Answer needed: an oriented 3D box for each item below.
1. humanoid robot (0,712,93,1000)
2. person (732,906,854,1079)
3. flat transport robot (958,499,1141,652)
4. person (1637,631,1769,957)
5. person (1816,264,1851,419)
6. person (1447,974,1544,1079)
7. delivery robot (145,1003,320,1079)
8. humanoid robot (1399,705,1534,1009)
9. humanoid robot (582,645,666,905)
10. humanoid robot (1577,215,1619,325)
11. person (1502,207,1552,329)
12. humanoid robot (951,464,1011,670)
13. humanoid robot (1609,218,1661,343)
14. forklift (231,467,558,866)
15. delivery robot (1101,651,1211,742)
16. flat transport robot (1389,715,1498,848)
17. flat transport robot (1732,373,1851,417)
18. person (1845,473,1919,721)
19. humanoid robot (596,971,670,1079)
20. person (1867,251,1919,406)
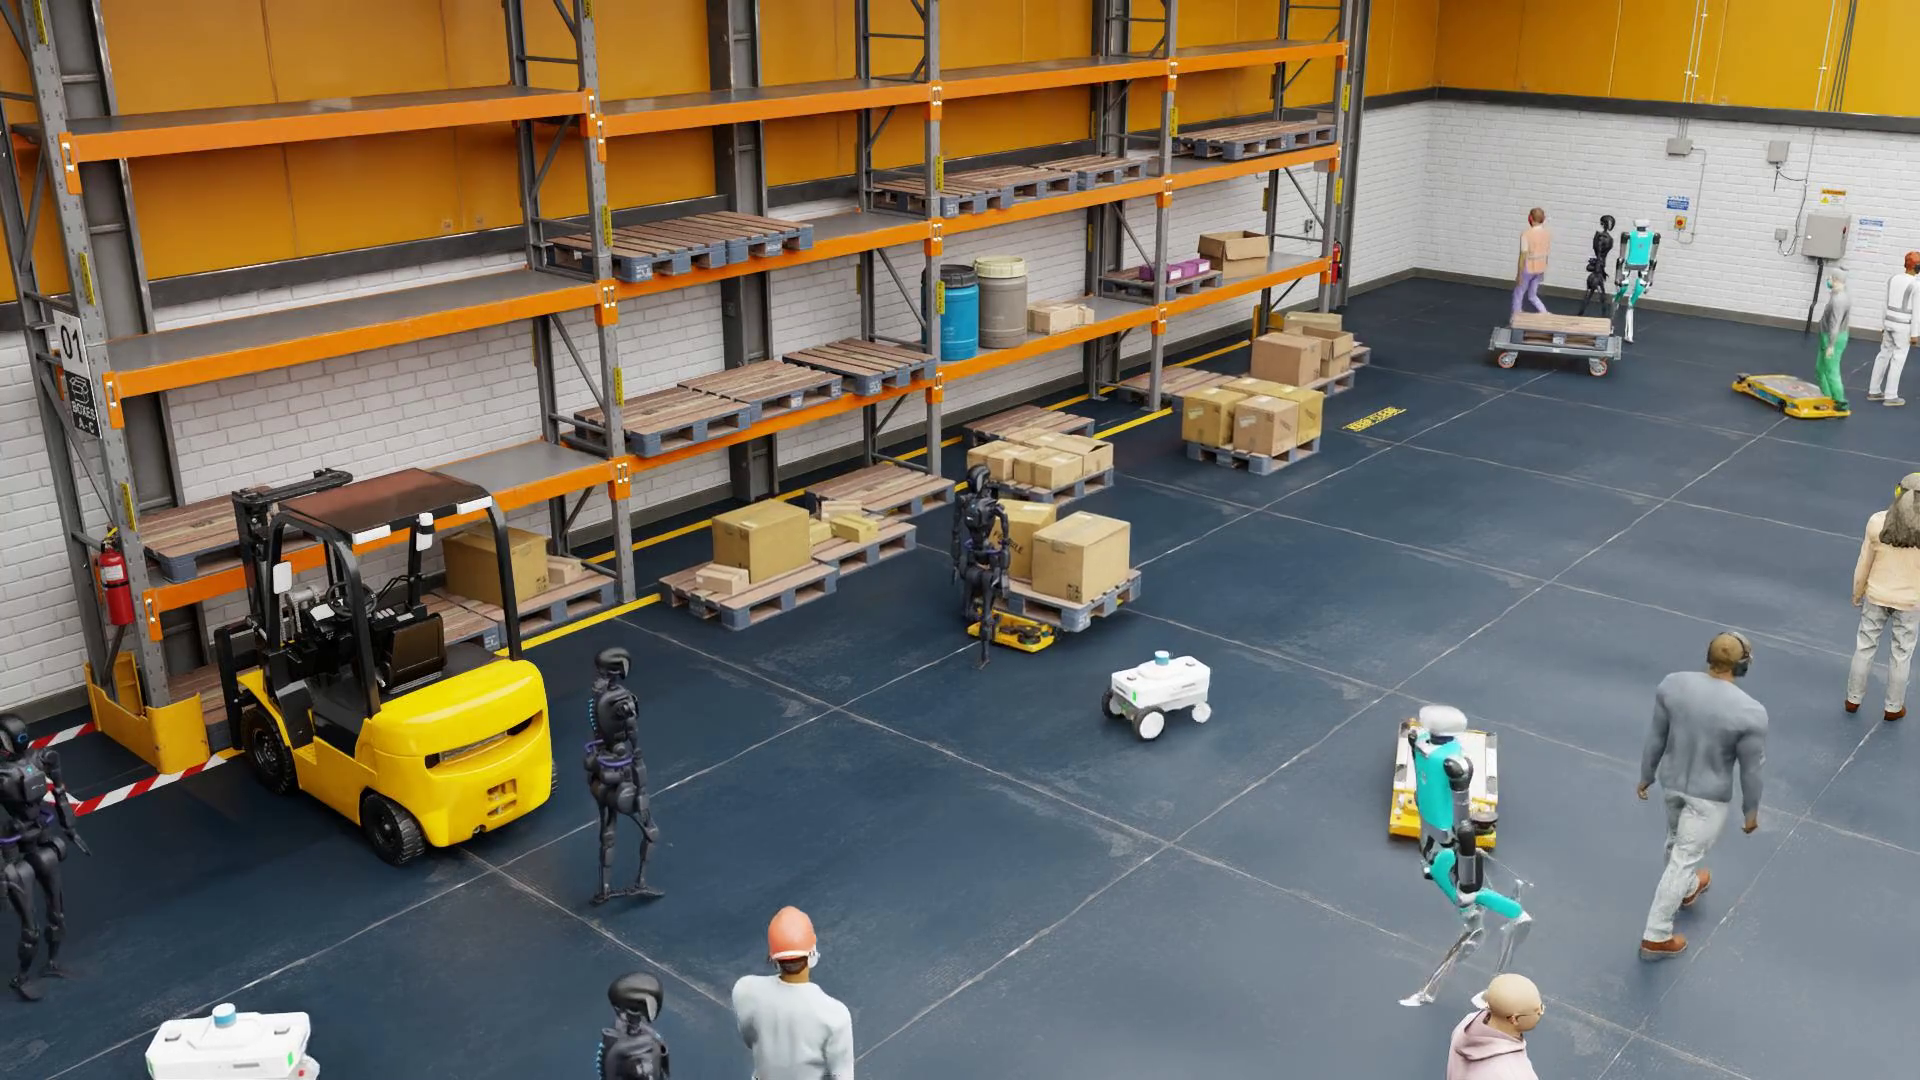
[{"bbox_3d":[-5.017,1.677,8.995,0.312,1.648,0.599,7,21,18],"label":"humanoid robot"},{"bbox_3d":[-0.686,2.342,7.095,0.578,1.720,0.573,7,21,19],"label":"person"},{"bbox_3d":[0.751,0.575,13.993,0.659,0.231,1.431,14,25,34],"label":"flat transport robot"},{"bbox_3d":[4.209,1.406,9.413,0.940,1.893,0.657,-14,24,-33],"label":"person"},{"bbox_3d":[10.393,-2.349,19.688,0.474,1.821,0.561,10,23,26],"label":"person"},{"bbox_3d":[2.075,2.494,6.606,0.398,1.783,0.535,-2,20,-6],"label":"person"},{"bbox_3d":[-3.601,2.557,8.188,0.753,0.579,0.499,-2,20,-6],"label":"delivery robot"},{"bbox_3d":[2.798,1.712,8.838,0.864,1.778,0.582,-2,20,-4],"label":"humanoid robot"},{"bbox_3d":[-2.020,1.378,9.788,0.434,1.649,0.590,-16,26,-37],"label":"humanoid robot"},{"bbox_3d":[9.242,-3.861,23.995,0.658,1.636,0.601,10,23,26],"label":"humanoid robot"},{"bbox_3d":[8.156,-3.798,23.615,0.573,1.812,0.723,-11,23,-28],"label":"person"},{"bbox_3d":[0.227,0.178,13.055,0.583,1.643,0.527,14,25,34],"label":"humanoid robot"},{"bbox_3d":[9.446,-3.677,23.470,0.530,1.816,0.921,3,20,8],"label":"humanoid robot"},{"bbox_3d":[-3.730,0.710,10.856,2.313,2.155,1.214,17,26,38],"label":"forklift"},{"bbox_3d":[1.440,1.117,12.140,0.804,0.614,0.499,-10,23,-26],"label":"delivery robot"},{"bbox_3d":[3.266,1.606,11.201,0.659,0.231,1.431,6,21,15],"label":"flat transport robot"},{"bbox_3d":[10.162,-1.771,20.349,0.659,0.231,1.431,-3,20,-7],"label":"flat transport robot"},{"bbox_3d":[6.793,0.418,12.103,0.554,1.877,0.407,15,25,35],"label":"person"},{"bbox_3d":[-1.334,2.485,6.789,0.341,1.657,0.601,-9,22,-22],"label":"humanoid robot"},{"bbox_3d":[11.408,-2.570,20.202,0.353,1.878,0.566,-4,21,-10],"label":"person"}]
